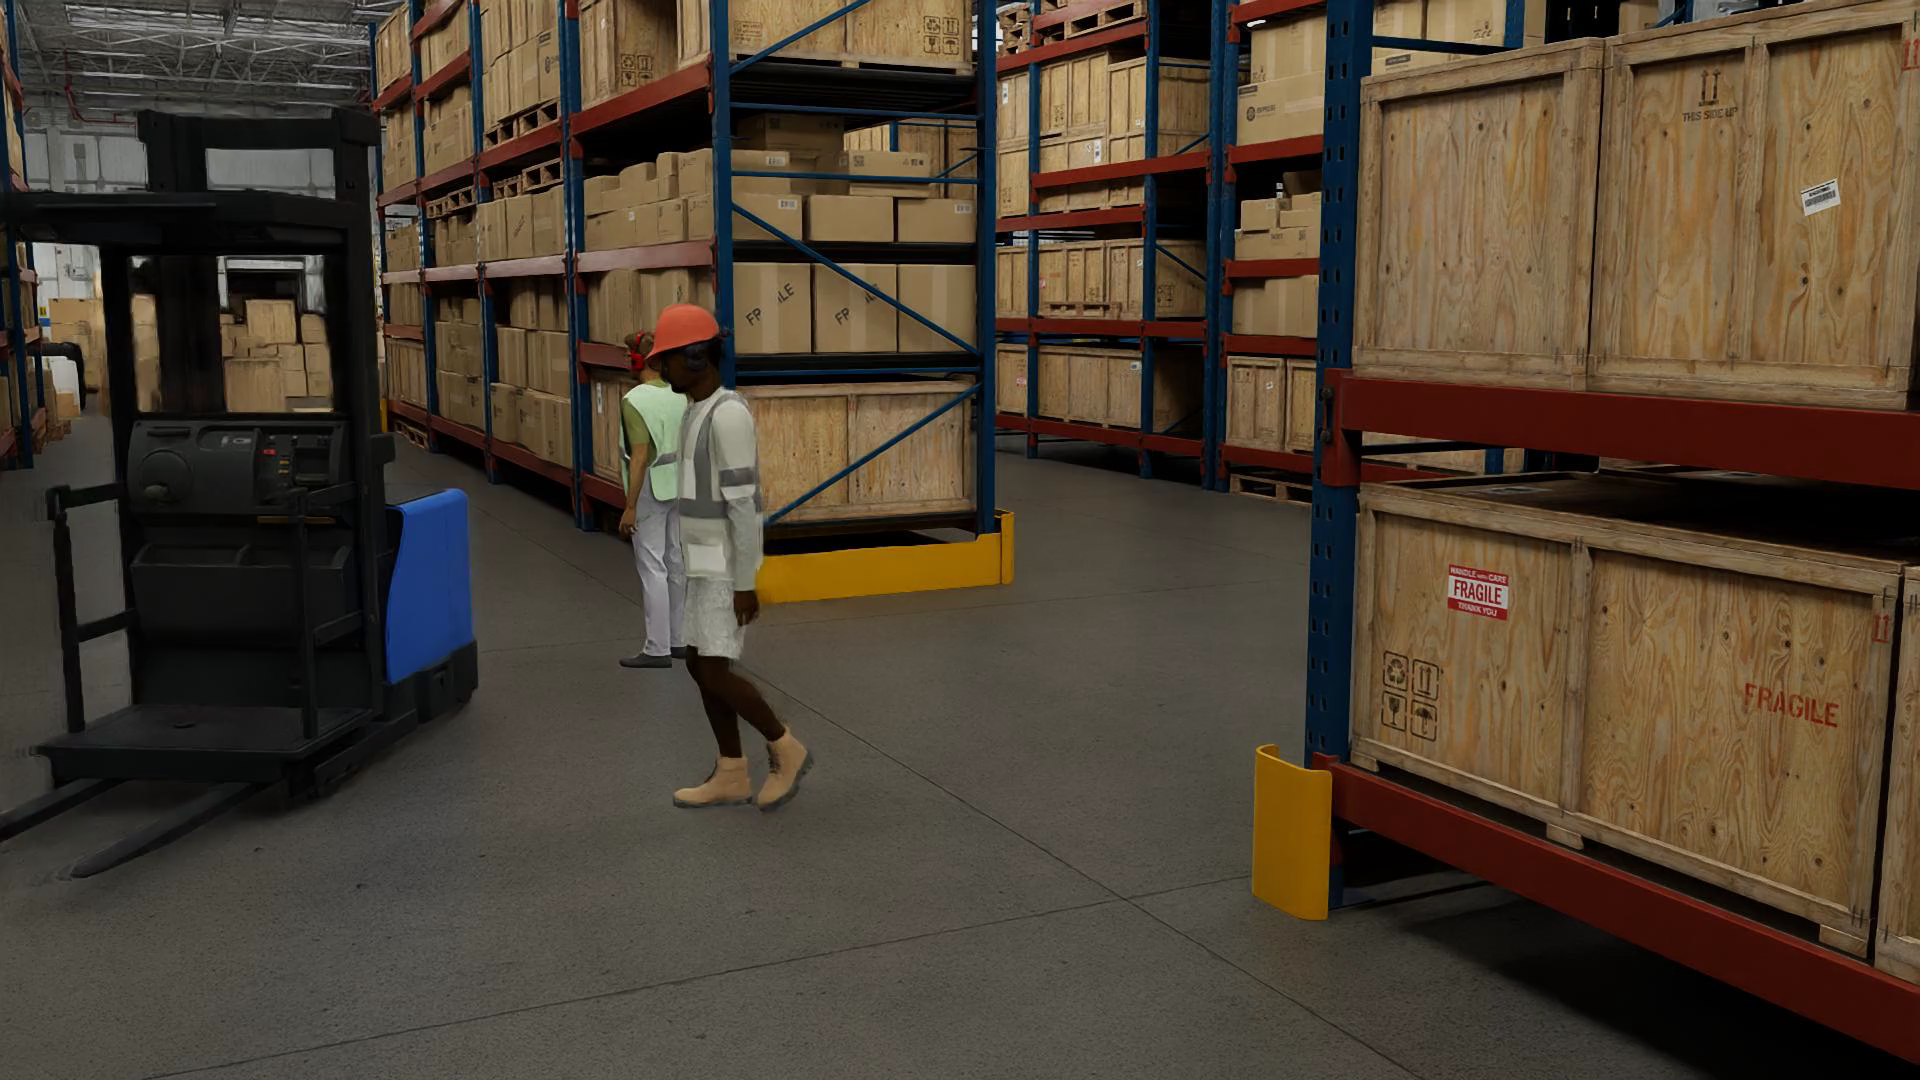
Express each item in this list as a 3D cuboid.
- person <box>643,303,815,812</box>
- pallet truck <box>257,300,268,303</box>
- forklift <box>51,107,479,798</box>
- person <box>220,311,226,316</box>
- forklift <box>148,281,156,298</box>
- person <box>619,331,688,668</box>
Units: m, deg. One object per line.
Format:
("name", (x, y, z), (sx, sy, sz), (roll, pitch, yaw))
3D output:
("person", (-0.900, 0.091, 6.454), (0.594, 2.008, 0.645), (-4, 9, -23))
("pallet truck", (-23.913, -7.404, 58.171), (1.885, 1.965, 0.823), (-1, 8, -9))
("forklift", (-3.017, -0.476, 7.372), (1.129, 2.768, 1.873), (1, 8, 5))
("person", (-23.742, -6.562, 53.644), (0.531, 1.620, 0.506), (0, 8, 3))
("forklift", (-24.807, -6.941, 51.950), (1.129, 2.768, 1.873), (-3, 9, -22))
("person", (-1.664, -0.217, 9.133), (0.372, 1.843, 0.570), (3, 9, 18))
